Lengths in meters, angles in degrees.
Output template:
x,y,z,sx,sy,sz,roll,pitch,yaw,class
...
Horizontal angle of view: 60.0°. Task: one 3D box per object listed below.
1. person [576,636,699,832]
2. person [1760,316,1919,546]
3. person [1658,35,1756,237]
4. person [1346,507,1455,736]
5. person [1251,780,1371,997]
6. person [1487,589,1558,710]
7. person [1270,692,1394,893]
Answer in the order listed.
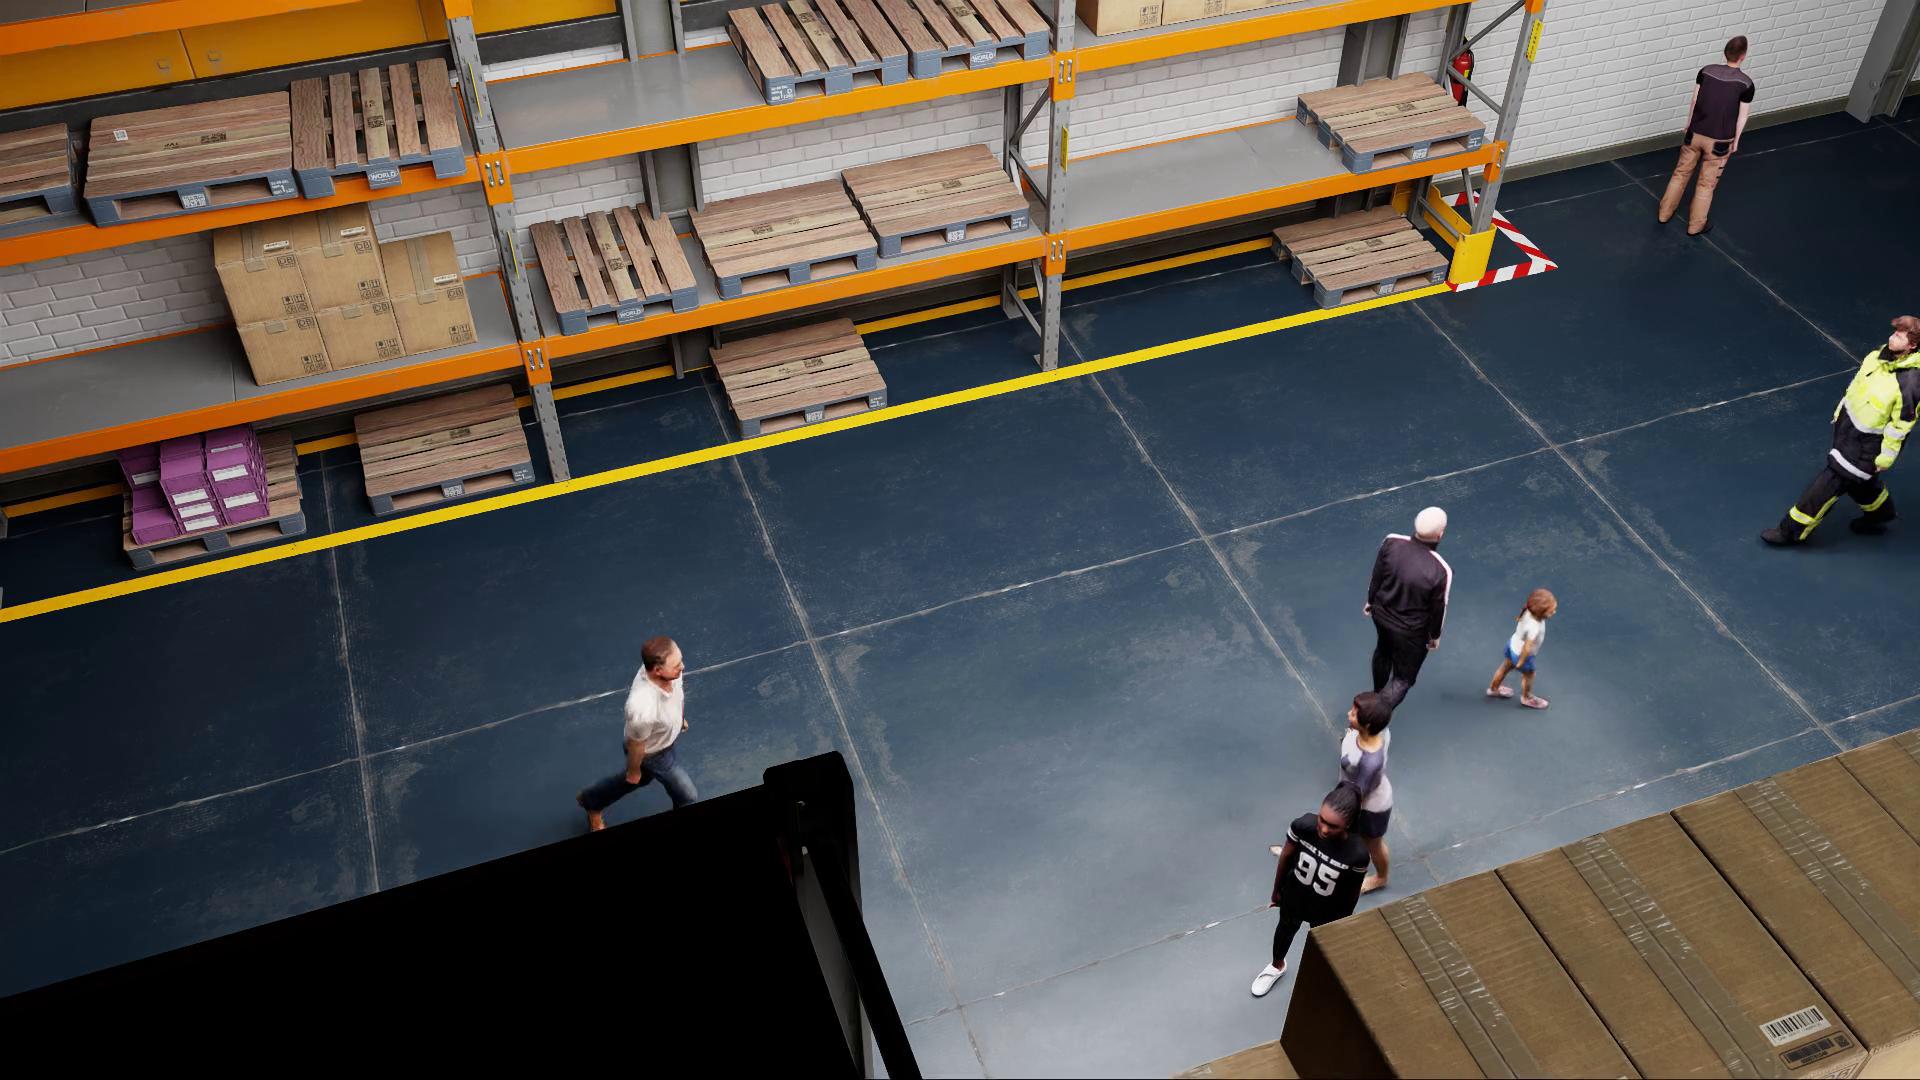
x,y,z,sx,sy,sz,roll,pitch,yaw,class
-1.878,1.195,9.606,1.356,1.784,1.132,9,44,9,person
6.357,-0.713,11.495,1.343,1.941,1.067,1,44,1,person
6.560,-3.552,14.548,0.732,1.840,0.762,-32,52,-29,person
2.656,0.573,10.243,0.962,1.807,1.180,34,53,31,person
1.894,1.917,8.888,0.714,1.729,0.759,23,48,22,person
3.584,0.678,10.713,0.673,1.005,0.578,6,44,6,person
2.371,1.465,9.511,1.083,1.524,0.946,4,44,4,person
